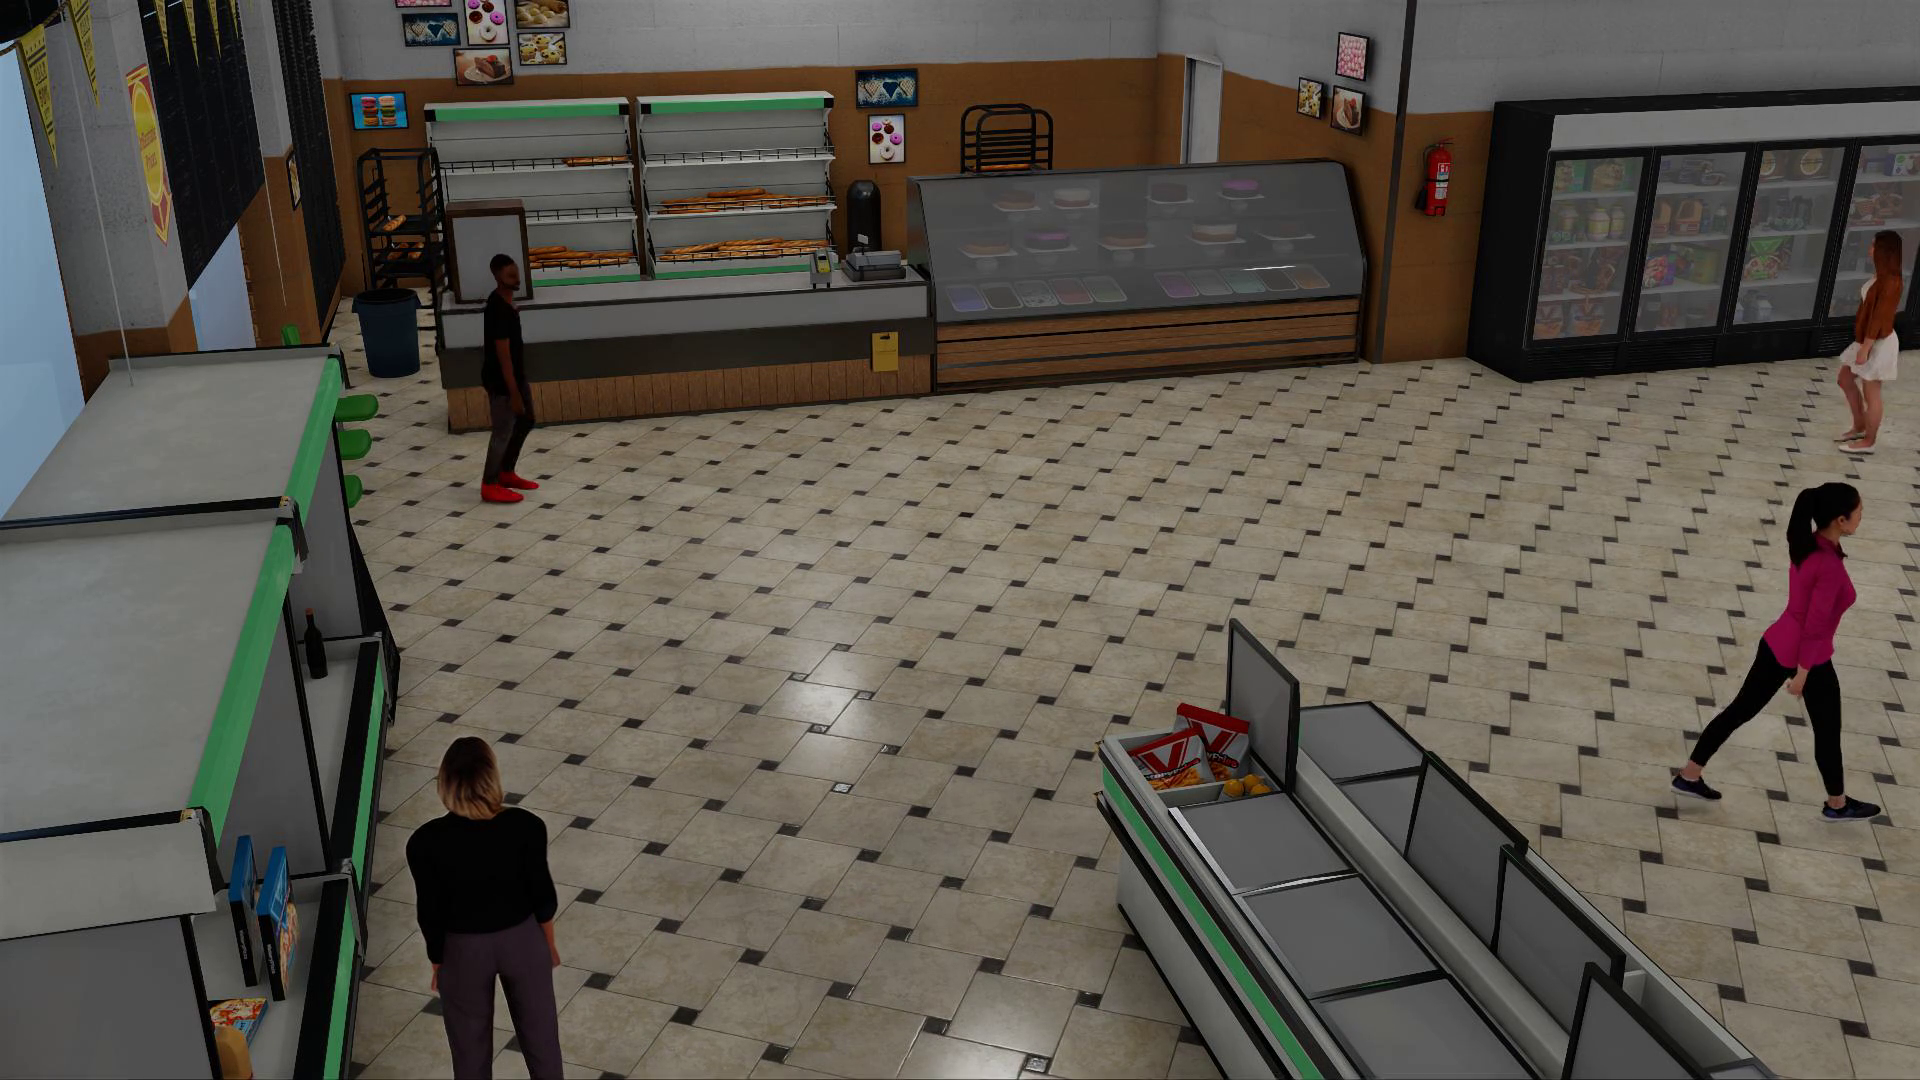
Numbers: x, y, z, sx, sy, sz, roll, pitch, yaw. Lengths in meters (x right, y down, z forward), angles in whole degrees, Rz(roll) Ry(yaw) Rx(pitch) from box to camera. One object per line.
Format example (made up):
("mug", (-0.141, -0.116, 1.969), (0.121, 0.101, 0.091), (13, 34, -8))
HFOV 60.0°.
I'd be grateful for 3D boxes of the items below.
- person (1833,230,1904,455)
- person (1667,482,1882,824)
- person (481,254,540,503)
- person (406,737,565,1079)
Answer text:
("person", (6.985, -1.463, 12.520), (0.804, 1.706, 0.717), (7, 23, 17))
("person", (3.724, 0.535, 7.613), (0.904, 1.657, 1.149), (1, 22, 4))
("person", (-3.221, -1.100, 11.528), (0.798, 1.772, 0.695), (-5, 23, -13))
("person", (-1.529, 1.393, 5.457), (0.610, 1.672, 0.546), (-8, 23, -19))
